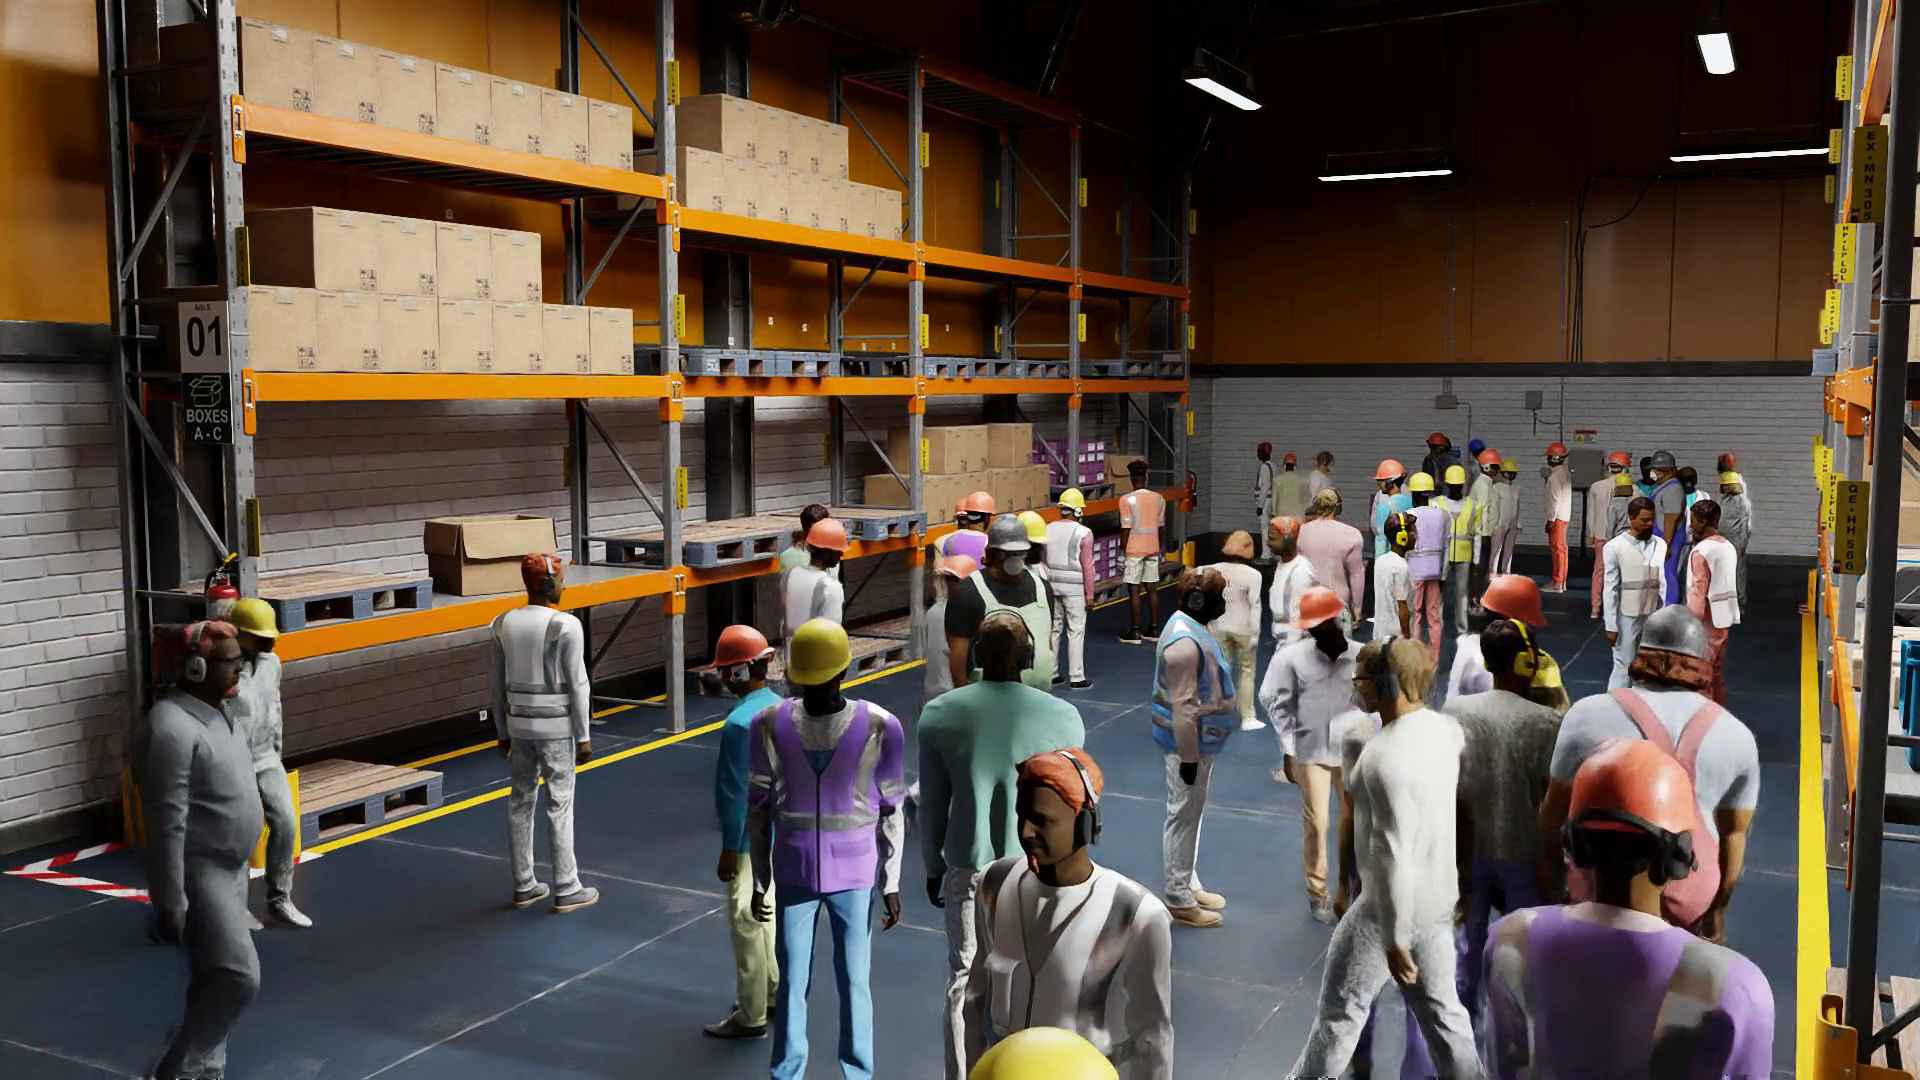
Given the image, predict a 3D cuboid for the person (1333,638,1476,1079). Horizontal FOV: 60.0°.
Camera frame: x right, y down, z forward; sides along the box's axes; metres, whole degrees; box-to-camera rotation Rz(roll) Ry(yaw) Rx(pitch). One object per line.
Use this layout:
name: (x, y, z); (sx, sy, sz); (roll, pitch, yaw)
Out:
person: (1.689, 1.276, 6.340); (0.520, 1.784, 0.902); (1, 5, 10)

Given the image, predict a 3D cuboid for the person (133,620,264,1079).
person: (-2.755, 1.238, 6.140); (0.427, 1.891, 0.675); (-1, 5, -8)

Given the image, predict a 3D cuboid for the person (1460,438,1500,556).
person: (8.314, -0.669, 26.583); (0.647, 1.917, 0.657); (0, 5, -3)

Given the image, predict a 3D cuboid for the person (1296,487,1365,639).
person: (2.953, 0.538, 13.437); (0.630, 1.940, 0.373); (2, 6, 25)

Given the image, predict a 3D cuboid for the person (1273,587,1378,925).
person: (1.908, 1.103, 8.540); (0.591, 1.719, 0.384); (1, 5, 9)

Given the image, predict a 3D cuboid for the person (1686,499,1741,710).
person: (5.590, 0.650, 12.410); (0.402, 1.909, 0.599); (5, 7, 44)

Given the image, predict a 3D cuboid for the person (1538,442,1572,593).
person: (7.924, -0.297, 22.113); (0.379, 1.996, 0.610); (3, 6, 33)

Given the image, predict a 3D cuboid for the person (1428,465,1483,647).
person: (5.152, 0.178, 17.382); (0.593, 1.922, 0.387); (1, 5, 9)

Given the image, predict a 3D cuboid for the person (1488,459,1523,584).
person: (7.320, -0.199, 22.280); (0.524, 1.769, 0.316); (-3, 6, -27)

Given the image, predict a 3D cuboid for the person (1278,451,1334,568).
person: (4.701, -0.249, 22.162); (0.845, 1.895, 0.633); (3, 6, 29)

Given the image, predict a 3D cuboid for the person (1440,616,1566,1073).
person: (2.089, 1.226, 6.428); (0.513, 1.865, 0.329); (4, 7, 38)

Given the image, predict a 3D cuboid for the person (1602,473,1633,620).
person: (7.724, 0.087, 19.387); (0.487, 1.738, 0.321); (-1, 5, -12)

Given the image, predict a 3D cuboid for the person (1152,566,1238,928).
person: (1.205, 1.045, 8.547); (0.429, 1.837, 0.627); (1, 5, 13)

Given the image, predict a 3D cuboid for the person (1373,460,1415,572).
person: (4.193, 0.239, 16.167); (0.605, 2.035, 0.403); (-5, 7, -42)

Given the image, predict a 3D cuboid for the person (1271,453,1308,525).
person: (4.893, -0.419, 24.712); (0.563, 1.752, 0.328); (0, 5, 2)

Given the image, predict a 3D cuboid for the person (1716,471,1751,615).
person: (9.210, 0.037, 19.916); (0.323, 1.736, 0.486); (-2, 6, -23)

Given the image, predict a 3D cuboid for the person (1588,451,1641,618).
person: (7.681, -0.048, 19.503); (0.616, 1.986, 0.407); (5, 7, 42)

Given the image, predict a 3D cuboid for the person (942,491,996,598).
person: (0.130, 0.580, 13.073); (0.550, 1.925, 0.393); (3, 6, 25)

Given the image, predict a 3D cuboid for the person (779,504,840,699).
person: (-1.071, 0.703, 11.815); (0.388, 1.912, 0.590); (-5, 7, -44)

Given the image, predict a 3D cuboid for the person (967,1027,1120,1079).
person: (0.089, 1.589, 2.182); (0.594, 1.924, 0.382); (1, 5, 13)

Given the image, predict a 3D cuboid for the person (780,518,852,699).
person: (-0.999, 0.813, 10.616); (0.567, 1.916, 0.624); (5, 7, 43)

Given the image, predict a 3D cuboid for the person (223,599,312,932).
person: (-3.511, 1.132, 8.255); (0.613, 1.697, 0.507); (3, 6, 27)

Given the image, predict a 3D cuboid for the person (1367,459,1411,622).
person: (4.957, 0.011, 19.277); (0.409, 1.909, 0.642); (4, 7, 36)

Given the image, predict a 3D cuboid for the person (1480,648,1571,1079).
person: (2.247, 1.283, 6.520); (0.485, 1.735, 0.351); (-4, 7, -36)

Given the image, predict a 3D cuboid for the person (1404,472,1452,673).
person: (4.381, 0.321, 15.811); (0.588, 1.930, 0.359); (-2, 6, -20)

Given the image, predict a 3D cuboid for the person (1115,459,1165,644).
person: (1.919, 0.123, 17.756); (0.610, 1.962, 0.365); (-4, 6, -34)

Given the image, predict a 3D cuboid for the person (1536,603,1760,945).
person: (2.483, 1.180, 5.983); (0.681, 2.000, 1.050); (0, 5, 3)

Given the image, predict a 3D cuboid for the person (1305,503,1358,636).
person: (3.012, 0.574, 13.758); (0.602, 1.810, 0.724); (3, 6, 28)

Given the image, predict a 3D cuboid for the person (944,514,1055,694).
person: (0.283, 0.861, 9.410); (0.684, 2.000, 0.535); (-3, 6, -27)

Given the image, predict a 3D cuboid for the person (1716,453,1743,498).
person: (9.980, -0.189, 21.607); (0.417, 1.868, 0.588); (3, 6, 32)

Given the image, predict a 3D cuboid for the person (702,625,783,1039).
person: (-0.902, 1.228, 7.087); (0.355, 1.737, 0.577); (1, 5, 13)

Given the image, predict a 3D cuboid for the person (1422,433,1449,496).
person: (7.251, -0.624, 25.425); (0.406, 2.036, 0.607); (3, 6, 26)

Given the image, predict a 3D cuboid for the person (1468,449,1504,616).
person: (6.287, -0.091, 19.903); (0.397, 1.992, 0.623); (1, 6, 15)

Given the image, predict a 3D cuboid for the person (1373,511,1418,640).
person: (3.077, 0.733, 11.694); (0.329, 1.872, 0.511); (-1, 5, -8)

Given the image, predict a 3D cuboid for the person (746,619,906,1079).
person: (-0.496, 1.230, 6.115); (0.589, 1.914, 0.398); (0, 5, 4)

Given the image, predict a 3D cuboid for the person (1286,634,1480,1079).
person: (1.432, 1.264, 5.839); (0.966, 1.889, 0.647); (4, 7, 38)

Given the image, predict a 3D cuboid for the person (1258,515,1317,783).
person: (2.294, 0.758, 11.471); (0.436, 1.863, 0.608); (-1, 5, -6)

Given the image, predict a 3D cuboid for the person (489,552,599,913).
person: (-2.185, 1.003, 8.716); (0.573, 1.884, 0.359); (2, 6, 23)

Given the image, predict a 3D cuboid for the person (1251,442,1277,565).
person: (4.678, -0.557, 25.514); (0.355, 1.882, 0.576); (2, 6, 22)

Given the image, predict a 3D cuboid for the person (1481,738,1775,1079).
person: (1.342, 1.423, 3.419); (0.646, 2.028, 0.637); (-4, 7, -39)

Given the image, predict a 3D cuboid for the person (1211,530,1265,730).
person: (2.151, 0.725, 13.129); (0.510, 1.617, 0.639); (5, 7, 45)

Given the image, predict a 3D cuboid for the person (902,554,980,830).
person: (-0.100, 0.948, 10.188); (0.569, 1.719, 0.601); (-3, 6, -26)

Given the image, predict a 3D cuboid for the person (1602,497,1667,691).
person: (5.195, 0.612, 12.834); (0.598, 1.906, 0.404); (-3, 6, -26)

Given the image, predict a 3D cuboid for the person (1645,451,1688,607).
person: (7.867, 0.000, 18.674); (0.535, 2.000, 0.683); (2, 6, 16)

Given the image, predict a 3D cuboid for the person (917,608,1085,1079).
person: (0.152, 1.219, 6.167); (0.629, 1.931, 0.378); (1, 5, 11)

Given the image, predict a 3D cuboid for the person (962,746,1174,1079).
person: (0.239, 1.436, 4.062); (0.576, 1.883, 0.354); (4, 7, 36)

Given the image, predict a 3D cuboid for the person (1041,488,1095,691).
person: (0.991, 0.446, 15.057); (0.588, 1.824, 0.404); (5, 7, 42)

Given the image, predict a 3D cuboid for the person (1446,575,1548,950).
person: (2.376, 1.088, 7.733); (0.616, 1.898, 0.600); (1, 5, 10)
